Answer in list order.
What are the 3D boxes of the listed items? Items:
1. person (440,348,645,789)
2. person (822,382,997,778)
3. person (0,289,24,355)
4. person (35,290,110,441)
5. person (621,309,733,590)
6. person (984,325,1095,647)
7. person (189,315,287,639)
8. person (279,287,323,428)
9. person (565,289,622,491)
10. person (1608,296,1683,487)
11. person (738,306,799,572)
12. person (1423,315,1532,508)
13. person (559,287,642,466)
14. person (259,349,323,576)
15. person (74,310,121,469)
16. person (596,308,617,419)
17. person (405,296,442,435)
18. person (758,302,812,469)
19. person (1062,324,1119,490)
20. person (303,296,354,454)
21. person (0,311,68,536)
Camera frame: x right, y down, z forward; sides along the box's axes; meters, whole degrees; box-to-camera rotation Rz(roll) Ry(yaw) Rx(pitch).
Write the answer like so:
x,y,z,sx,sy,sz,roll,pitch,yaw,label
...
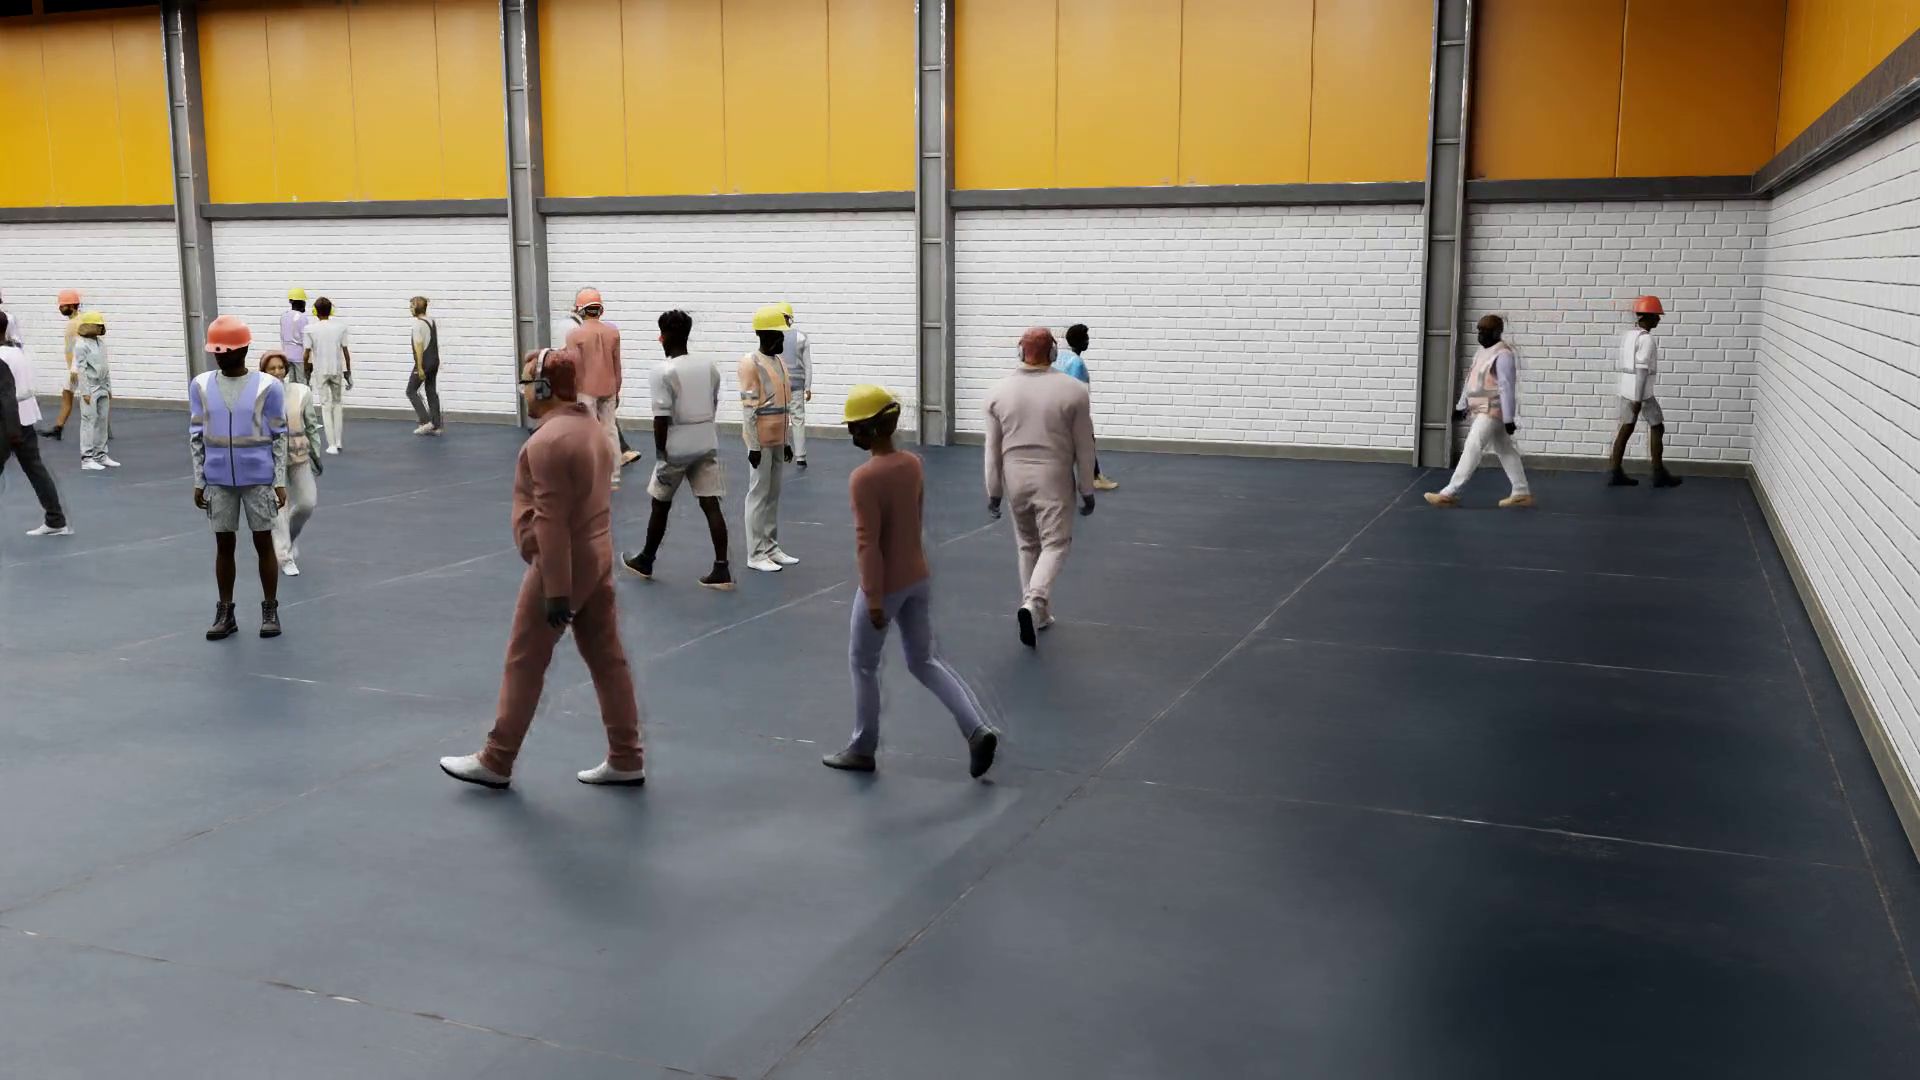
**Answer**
x,y,z,sx,sy,sz,roll,pitch,yaw,label
-1.772,0.132,7.038,0.925,1.863,0.678,2,10,10,person
-0.236,0.187,7.125,0.754,1.731,0.542,6,11,32,person
-11.566,-2.077,19.968,0.573,2.022,0.644,8,12,39,person
-11.271,-2.185,21.003,0.868,1.900,0.570,-7,12,-37,person
-1.944,-0.631,11.539,0.994,1.909,0.628,9,13,43,person
0.458,-0.326,9.813,0.647,1.881,0.863,4,10,22,person
-4.289,-0.366,9.900,0.542,1.929,0.374,-2,9,-9,person
-9.014,-2.476,22.688,0.585,1.929,0.375,7,11,35,person
-3.585,-1.450,16.264,0.613,1.995,0.391,-9,13,-44,person
6.940,-1.480,16.694,0.798,1.908,0.558,-1,9,-4,person
-1.396,-0.742,12.183,0.368,1.928,0.585,3,10,18,person
4.813,-1.161,15.190,1.010,1.783,0.633,1,9,7,person
-4.052,-1.814,18.332,0.995,2.000,0.691,6,11,31,person
-4.913,-0.572,12.041,0.530,1.623,0.549,-8,12,-41,person
-9.457,-1.641,18.214,0.333,1.734,0.481,1,9,5,person
-4.282,-1.924,19.604,0.572,1.838,0.376,-6,11,-33,person
-7.018,-2.272,21.774,0.469,1.828,0.520,2,10,14,person
-1.908,-1.678,18.175,0.588,1.822,0.403,-1,9,-7,person
1.111,-1.303,16.414,0.862,1.654,0.543,-1,9,-4,person
-7.528,-1.954,19.740,0.554,1.852,0.641,-6,11,-33,person
-7.827,-0.932,13.509,0.979,1.871,0.607,-3,10,-16,person
